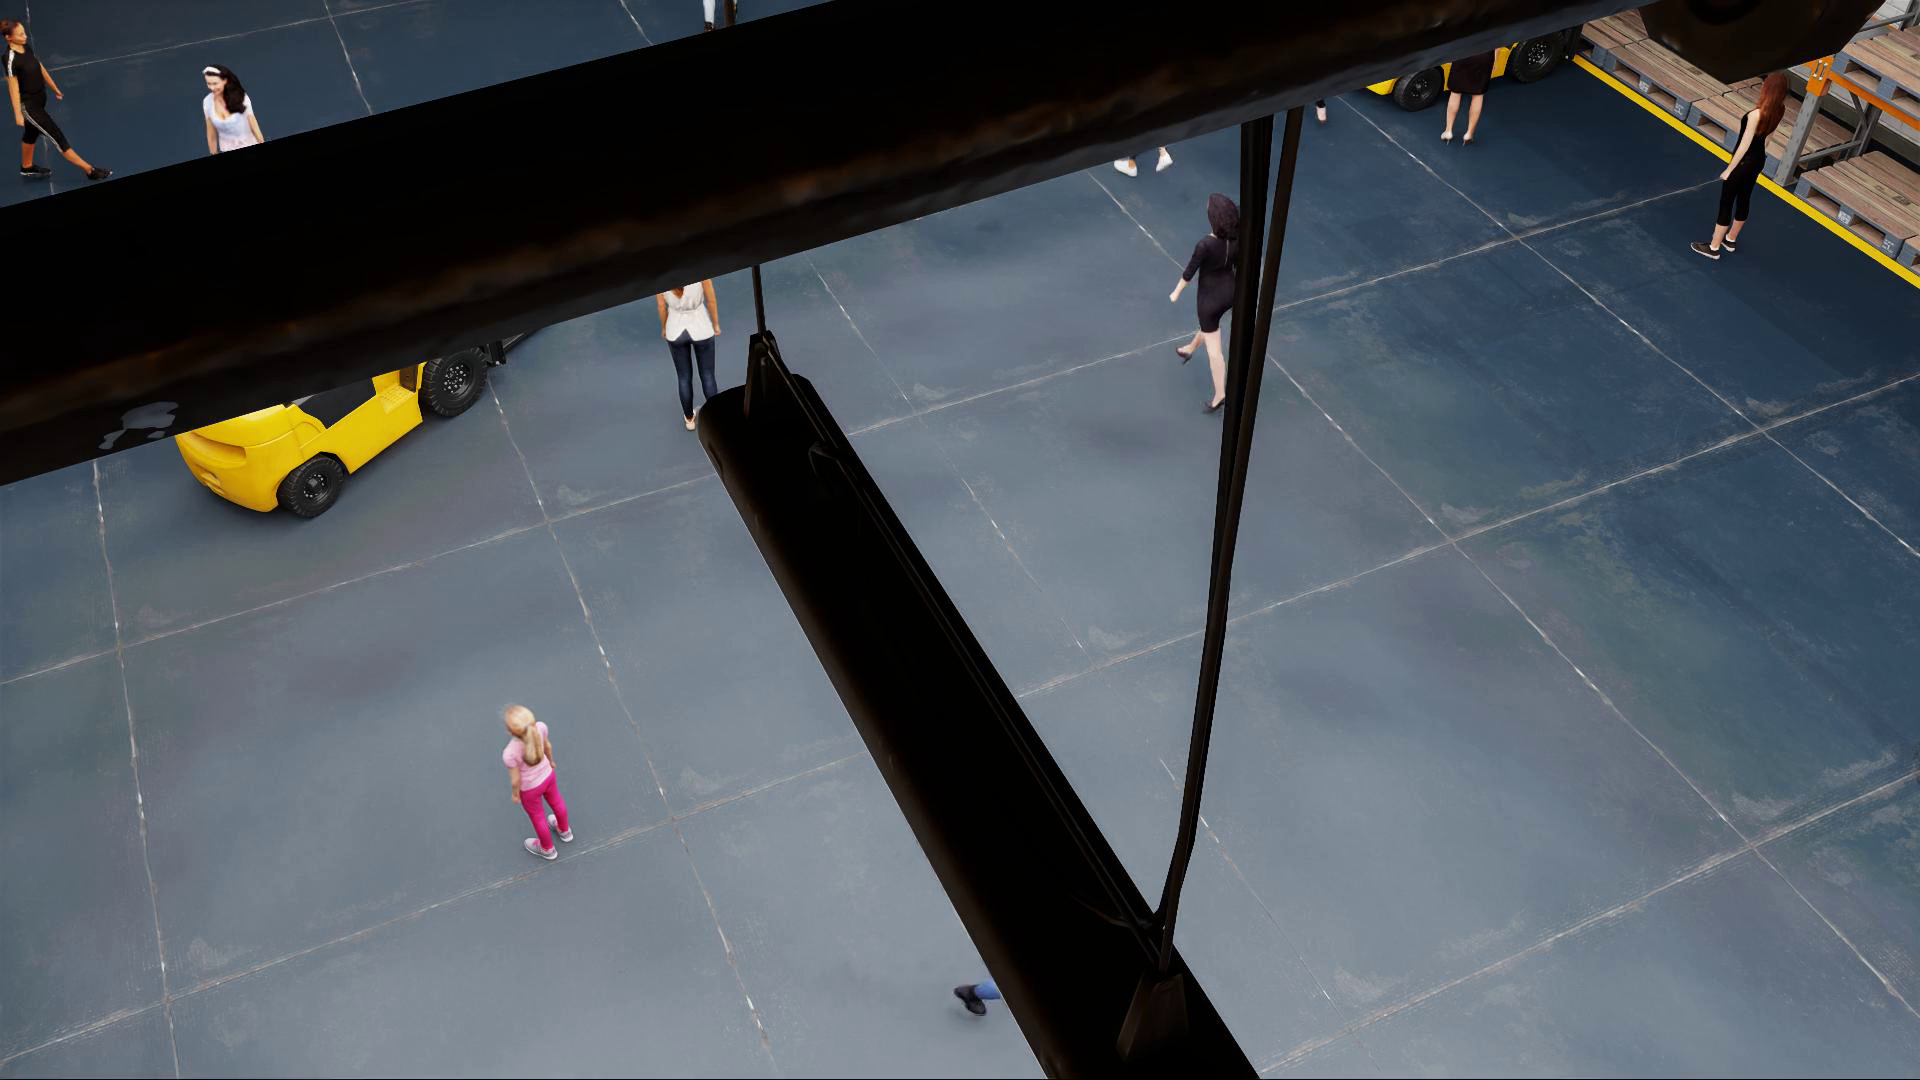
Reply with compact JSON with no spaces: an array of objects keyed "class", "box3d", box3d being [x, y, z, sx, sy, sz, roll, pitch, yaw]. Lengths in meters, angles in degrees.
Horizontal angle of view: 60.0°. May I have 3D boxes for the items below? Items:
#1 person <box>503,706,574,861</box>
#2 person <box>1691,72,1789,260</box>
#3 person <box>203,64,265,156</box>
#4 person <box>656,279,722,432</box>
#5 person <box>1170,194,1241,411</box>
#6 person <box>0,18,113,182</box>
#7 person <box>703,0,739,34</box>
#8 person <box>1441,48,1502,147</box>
[{"class":"person","box3d":[-2.505,1.405,9.813,0.630,1.269,0.579,25,49,24]},{"class":"person","box3d":[6.788,-3.238,14.355,0.595,1.726,0.533,-23,48,-22]},{"class":"person","box3d":[-6.159,-3.304,14.404,0.993,1.754,1.283,1,44,1]},{"class":"person","box3d":[-2.042,-1.572,12.564,0.673,1.785,0.660,-1,44,-1]},{"class":"person","box3d":[2.014,-1.757,12.774,0.696,1.763,1.074,-25,49,-24]},{"class":"person","box3d":[-8.555,-3.983,15.214,1.003,1.621,1.159,-4,44,-4]},{"class":"person","box3d":[-2.509,-6.246,17.486,1.057,1.763,1.239,7,44,7]},{"class":"person","box3d":[4.852,-4.544,15.705,0.690,1.755,0.730,11,45,11]}]
